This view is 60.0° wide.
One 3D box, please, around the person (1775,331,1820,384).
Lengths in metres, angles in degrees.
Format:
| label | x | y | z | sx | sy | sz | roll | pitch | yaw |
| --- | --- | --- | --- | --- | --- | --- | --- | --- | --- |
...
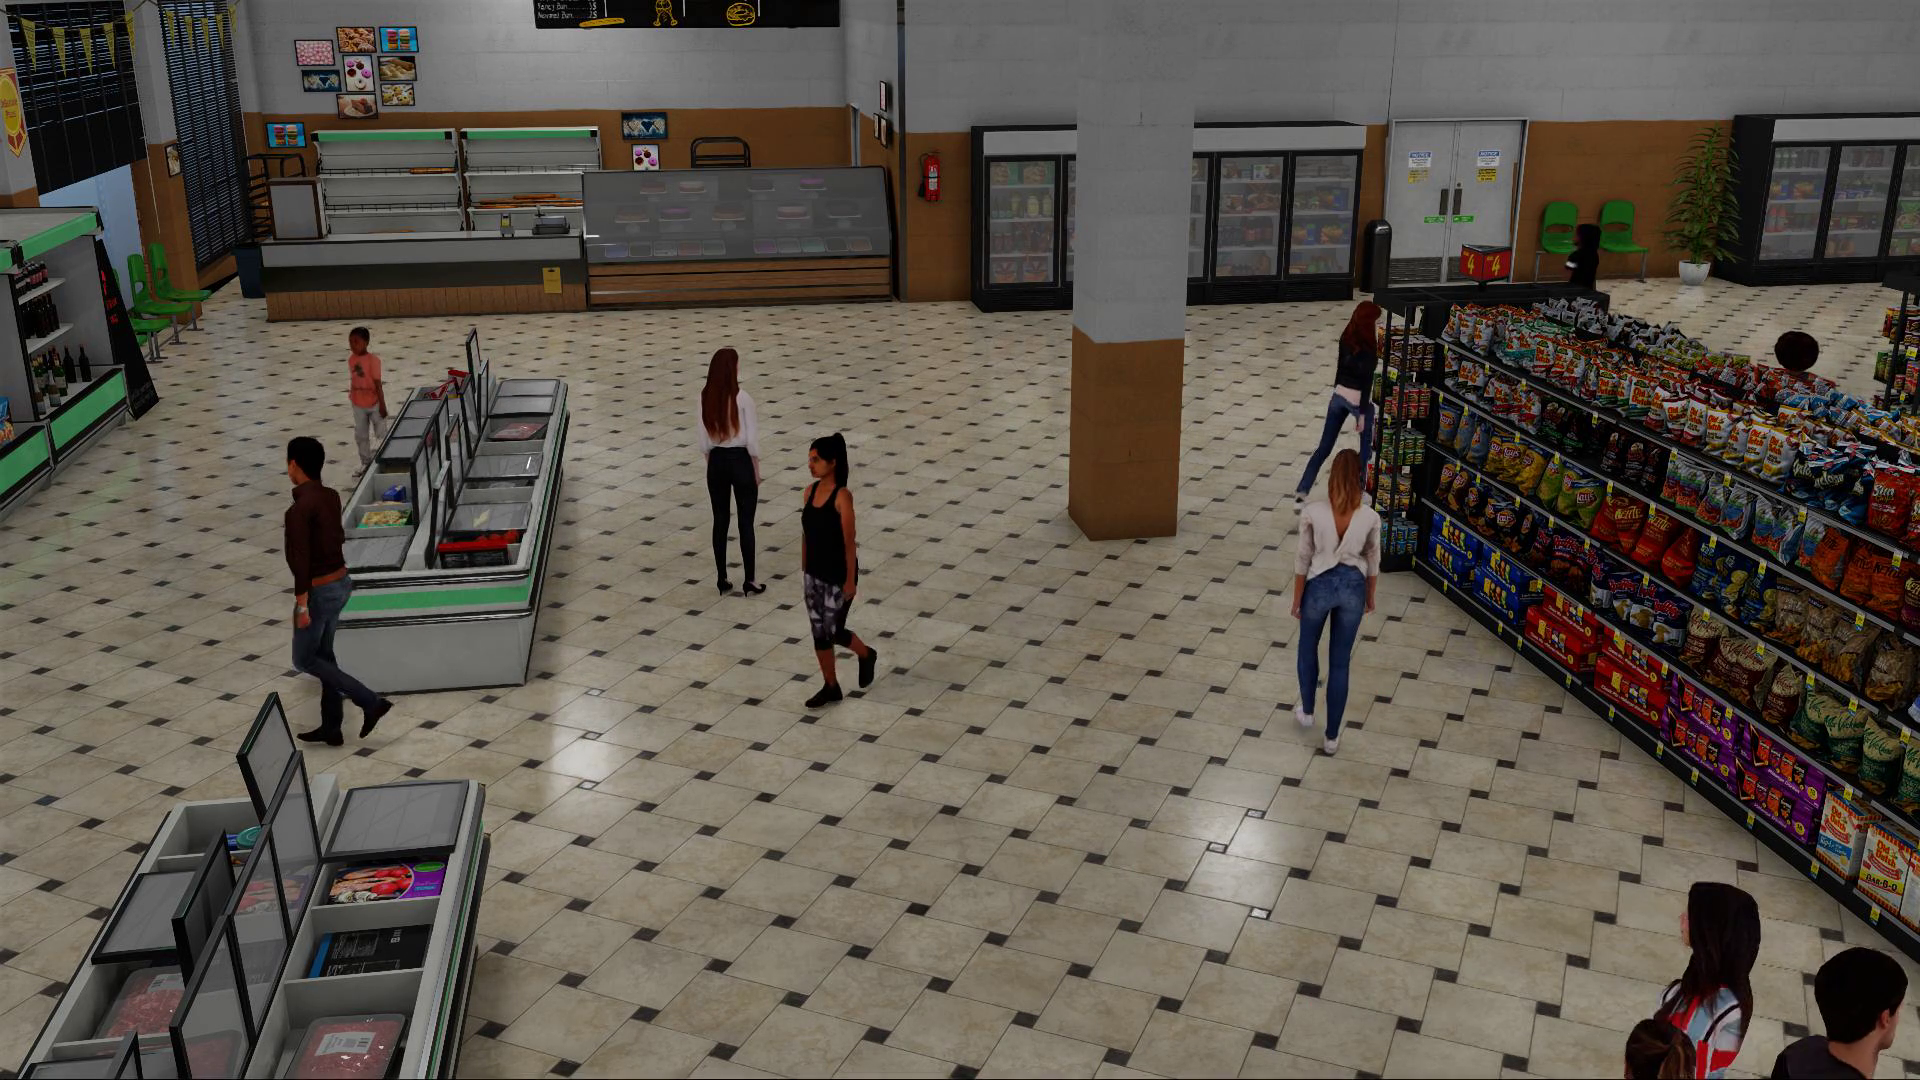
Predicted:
| label | x | y | z | sx | sy | sz | roll | pitch | yaw |
| --- | --- | --- | --- | --- | --- | --- | --- | --- | --- |
| person | 6.049 | -0.685 | 12.242 | 0.598 | 1.710 | 0.527 | -2 | 19 | -5 |

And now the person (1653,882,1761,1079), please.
| label | x | y | z | sx | sy | sz | roll | pitch | yaw |
| --- | --- | --- | --- | --- | --- | --- | --- | --- | --- |
| person | 2.281 | 1.800 | 5.048 | 0.768 | 1.599 | 0.706 | 12 | 22 | 32 |

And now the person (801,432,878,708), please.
| label | x | y | z | sx | sy | sz | roll | pitch | yaw |
| --- | --- | --- | --- | --- | --- | --- | --- | --- | --- |
| person | -0.701 | 0.179 | 9.774 | 0.816 | 1.650 | 0.859 | 17 | 25 | 41 |

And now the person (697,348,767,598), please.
| label | x | y | z | sx | sy | sz | roll | pitch | yaw |
| --- | --- | --- | --- | --- | --- | --- | --- | --- | --- |
| person | -1.581 | -0.461 | 11.504 | 0.664 | 1.758 | 0.658 | 6 | 20 | 17 |

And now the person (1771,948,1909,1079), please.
| label | x | y | z | sx | sy | sz | roll | pitch | yaw |
| --- | --- | --- | --- | --- | --- | --- | --- | --- | --- |
| person | 2.087 | 1.917 | 4.359 | 1.030 | 1.817 | 1.046 | 8 | 20 | 22 |

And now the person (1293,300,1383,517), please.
| label | x | y | z | sx | sy | sz | roll | pitch | yaw |
| --- | --- | --- | --- | --- | --- | --- | --- | --- | --- |
| person | 3.007 | -0.973 | 13.072 | 1.066 | 1.727 | 1.277 | -14 | 23 | -36 |

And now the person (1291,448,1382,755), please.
| label | x | y | z | sx | sy | sz | roll | pitch | yaw |
| --- | --- | --- | --- | --- | --- | --- | --- | --- | --- |
| person | 2.059 | 0.364 | 9.145 | 0.752 | 1.701 | 0.837 | 3 | 19 | 8 |

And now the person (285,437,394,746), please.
| label | x | y | z | sx | sy | sz | roll | pitch | yaw |
| --- | --- | --- | --- | --- | --- | --- | --- | --- | --- |
| person | -3.444 | 0.318 | 9.207 | 0.845 | 1.749 | 0.817 | 0 | 19 | -1 |

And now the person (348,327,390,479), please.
| label | x | y | z | sx | sy | sz | roll | pitch | yaw |
| --- | --- | --- | --- | --- | --- | --- | --- | --- | --- |
| person | -5.091 | -1.208 | 14.447 | 0.751 | 1.294 | 0.917 | 7 | 20 | 19 |

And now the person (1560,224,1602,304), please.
| label | x | y | z | sx | sy | sz | roll | pitch | yaw |
| --- | --- | --- | --- | --- | --- | --- | --- | --- | --- |
| person | 6.512 | -2.405 | 17.369 | 1.003 | 1.694 | 1.179 | -17 | 25 | -41 |
